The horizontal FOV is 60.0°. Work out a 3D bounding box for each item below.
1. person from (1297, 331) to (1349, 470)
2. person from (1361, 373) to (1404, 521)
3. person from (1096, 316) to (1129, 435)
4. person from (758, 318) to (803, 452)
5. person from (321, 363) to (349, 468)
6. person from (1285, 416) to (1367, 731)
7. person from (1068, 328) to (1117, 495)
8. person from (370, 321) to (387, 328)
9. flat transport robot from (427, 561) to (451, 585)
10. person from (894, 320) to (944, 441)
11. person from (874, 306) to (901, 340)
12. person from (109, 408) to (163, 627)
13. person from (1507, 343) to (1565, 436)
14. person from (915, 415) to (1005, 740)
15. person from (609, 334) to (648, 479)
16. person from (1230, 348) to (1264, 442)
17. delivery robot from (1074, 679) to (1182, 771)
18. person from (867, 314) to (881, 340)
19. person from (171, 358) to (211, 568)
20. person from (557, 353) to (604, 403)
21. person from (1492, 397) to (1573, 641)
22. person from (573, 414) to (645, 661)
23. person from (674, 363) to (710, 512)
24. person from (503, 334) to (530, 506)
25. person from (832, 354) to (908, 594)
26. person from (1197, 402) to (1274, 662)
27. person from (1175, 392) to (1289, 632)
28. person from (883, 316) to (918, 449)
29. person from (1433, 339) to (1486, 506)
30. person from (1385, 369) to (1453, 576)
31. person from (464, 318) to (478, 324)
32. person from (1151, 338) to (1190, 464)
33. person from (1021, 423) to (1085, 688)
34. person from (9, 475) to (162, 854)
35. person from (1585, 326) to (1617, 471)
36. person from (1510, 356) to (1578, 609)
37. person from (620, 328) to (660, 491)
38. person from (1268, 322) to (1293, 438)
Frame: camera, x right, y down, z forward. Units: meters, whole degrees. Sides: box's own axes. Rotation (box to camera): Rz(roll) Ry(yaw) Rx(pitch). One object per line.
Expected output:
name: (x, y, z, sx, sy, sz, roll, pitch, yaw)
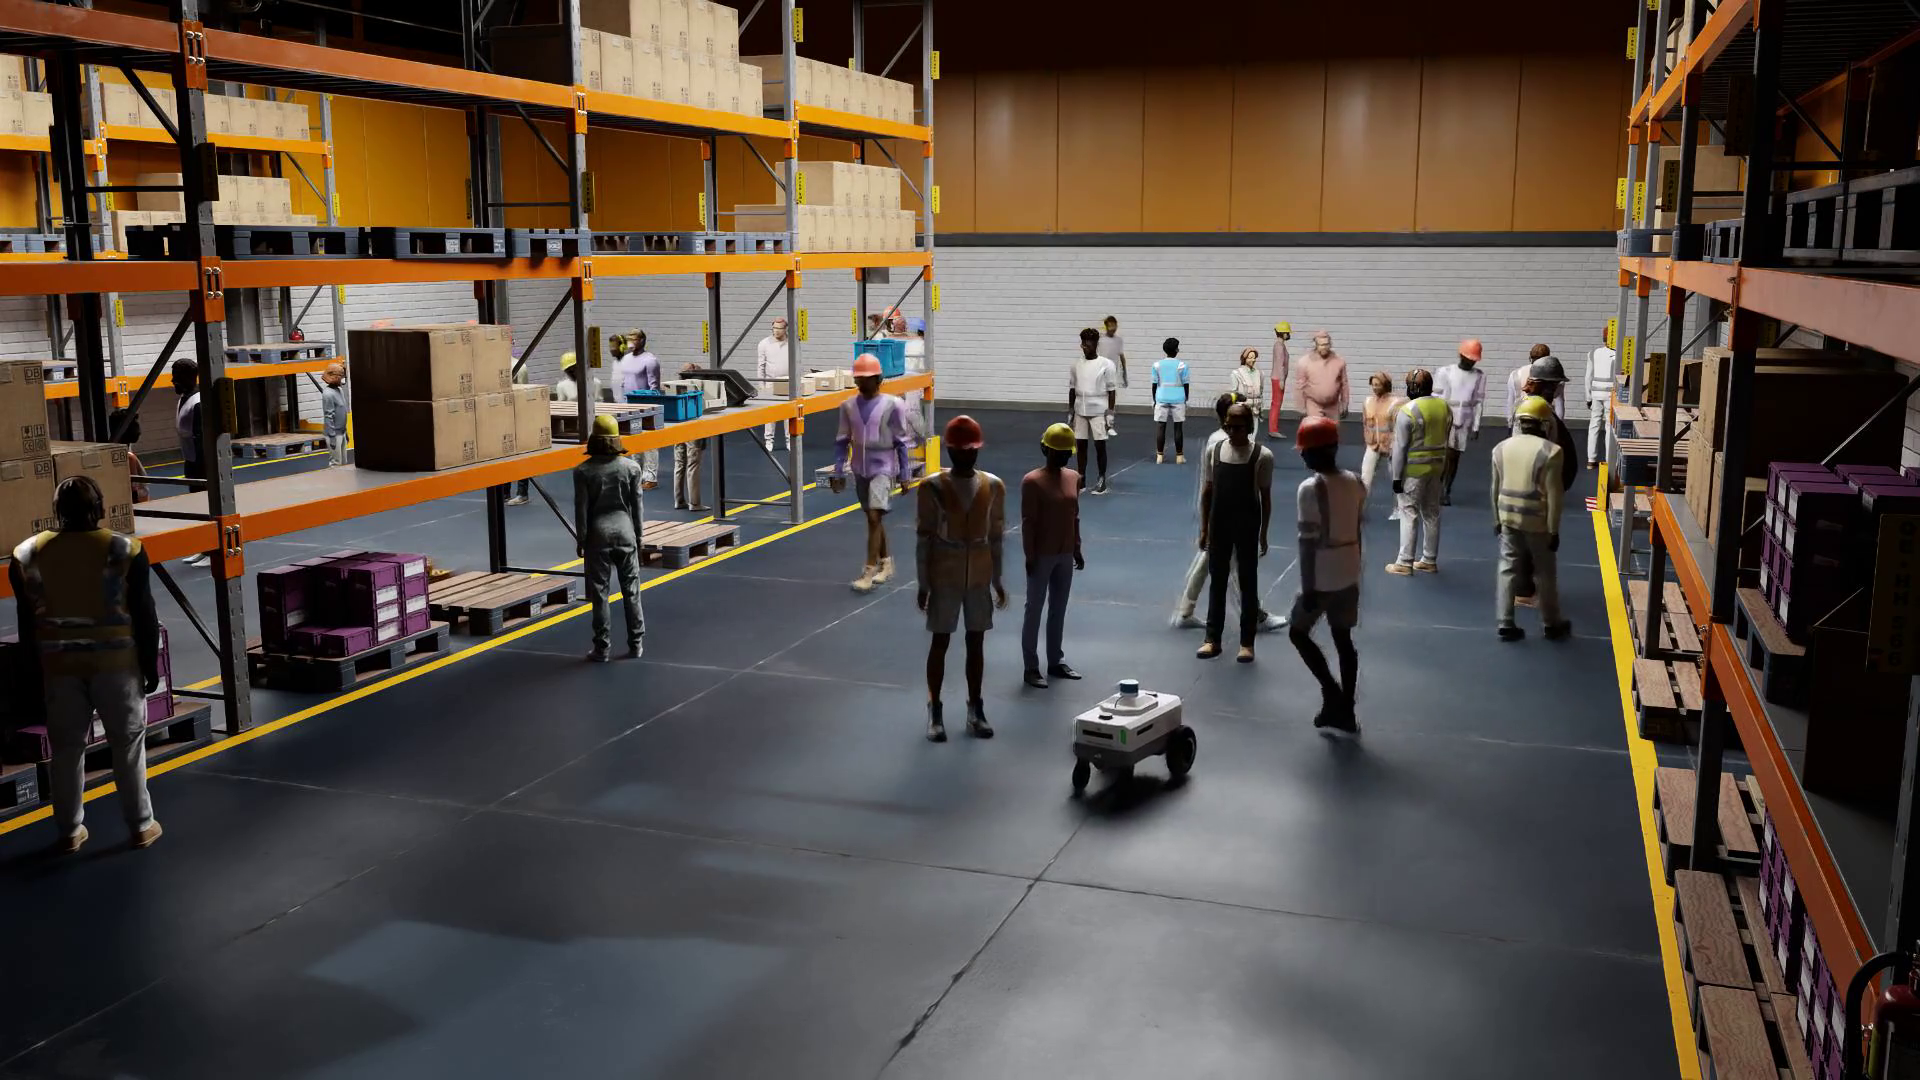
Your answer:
person: (4.513, -1.689, 20.821, 0.663, 1.873, 0.708, -1, 10, -6)
person: (4.442, -0.963, 17.506, 0.518, 1.588, 0.858, 9, 14, 42)
person: (2.299, -2.524, 25.581, 0.546, 1.850, 0.413, -5, 11, -25)
person: (-2.533, -2.191, 23.557, 0.642, 1.903, 0.399, -2, 10, -13)
person: (-6.931, -1.160, 18.530, 0.299, 1.622, 0.504, -1, 10, -5)
person: (2.202, 0.209, 9.989, 0.588, 1.910, 0.453, -6, 12, -31)
person: (1.536, -1.513, 19.547, 0.613, 1.963, 0.362, 7, 12, 33)
person: (-7.757, -2.018, 22.548, 0.624, 1.934, 0.971, -1, 10, -7)
flat transport robot: (-4.926, 0.356, 13.796, 0.652, 0.197, 1.431, 3, 11, 18)
person: (-0.613, -2.190, 23.639, 1.032, 1.862, 0.610, -10, 14, -44)
person: (-0.987, -2.376, 24.195, 0.391, 2.040, 0.614, 5, 11, 27)
person: (-6.330, -0.157, 12.663, 0.318, 1.698, 0.539, -8, 13, -39)
person: (6.436, -1.278, 18.609, 0.630, 1.835, 0.429, 7, 12, 34)
person: (0.010, 0.225, 9.842, 0.551, 1.935, 0.372, -3, 10, -15)
person: (-4.200, -1.615, 20.530, 0.544, 1.821, 0.953, 9, 14, 43)
person: (3.608, -1.598, 20.951, 0.511, 1.641, 0.307, -5, 11, -28)
delivery robot: (0.919, 1.006, 9.074, 0.477, 0.478, 0.707, 7, 12, 33)
person: (-1.366, -2.836, 27.526, 0.992, 1.780, 0.567, -5, 11, -24)
person: (-6.930, -0.702, 15.163, 0.391, 1.911, 0.582, -7, 12, -34)
person: (-4.295, -1.266, 18.922, 0.520, 1.702, 0.798, -3, 11, -18)
person: (4.253, -0.153, 12.327, 0.593, 1.822, 0.618, -8, 13, -38)
person: (-2.480, -0.016, 11.746, 0.488, 1.743, 0.317, -4, 11, -24)
person: (-2.974, -1.127, 18.317, 0.510, 1.634, 0.311, 8, 13, 39)
person: (-5.111, -1.380, 18.722, 0.622, 1.992, 0.394, 6, 12, 31)
person: (-0.812, -0.560, 14.070, 0.629, 2.000, 0.952, 5, 11, 26)
person: (1.937, -0.061, 11.729, 0.506, 1.840, 0.343, 5, 11, 25)
person: (2.070, -0.203, 12.583, 0.891, 1.823, 0.556, 0, 10, 1)
person: (-0.859, -2.259, 23.907, 0.645, 1.913, 0.409, 1, 10, 6)
person: (5.543, -1.295, 18.551, 0.606, 1.887, 0.583, 0, 10, 0)
person: (4.064, -0.595, 14.770, 0.624, 1.837, 0.429, -6, 12, -30)
person: (-6.621, -2.110, 23.056, 0.494, 1.914, 0.574, -8, 13, -39)
person: (2.813, -1.853, 22.225, 0.530, 1.696, 0.321, 3, 11, 18)
person: (0.628, 0.095, 11.085, 0.523, 1.760, 0.327, -9, 13, -41)
person: (-4.189, 0.602, 8.038, 0.621, 1.835, 0.430, -2, 10, -11)
person: (8.408, -1.841, 21.635, 0.358, 1.882, 0.574, -8, 13, -37)
person: (4.728, -0.478, 13.514, 0.535, 2.000, 0.685, 3, 10, 16)
person: (-3.837, -1.559, 19.885, 0.633, 1.940, 0.368, 8, 13, 39)
person: (4.883, -2.432, 25.289, 0.320, 1.767, 0.534, 1, 10, 6)
